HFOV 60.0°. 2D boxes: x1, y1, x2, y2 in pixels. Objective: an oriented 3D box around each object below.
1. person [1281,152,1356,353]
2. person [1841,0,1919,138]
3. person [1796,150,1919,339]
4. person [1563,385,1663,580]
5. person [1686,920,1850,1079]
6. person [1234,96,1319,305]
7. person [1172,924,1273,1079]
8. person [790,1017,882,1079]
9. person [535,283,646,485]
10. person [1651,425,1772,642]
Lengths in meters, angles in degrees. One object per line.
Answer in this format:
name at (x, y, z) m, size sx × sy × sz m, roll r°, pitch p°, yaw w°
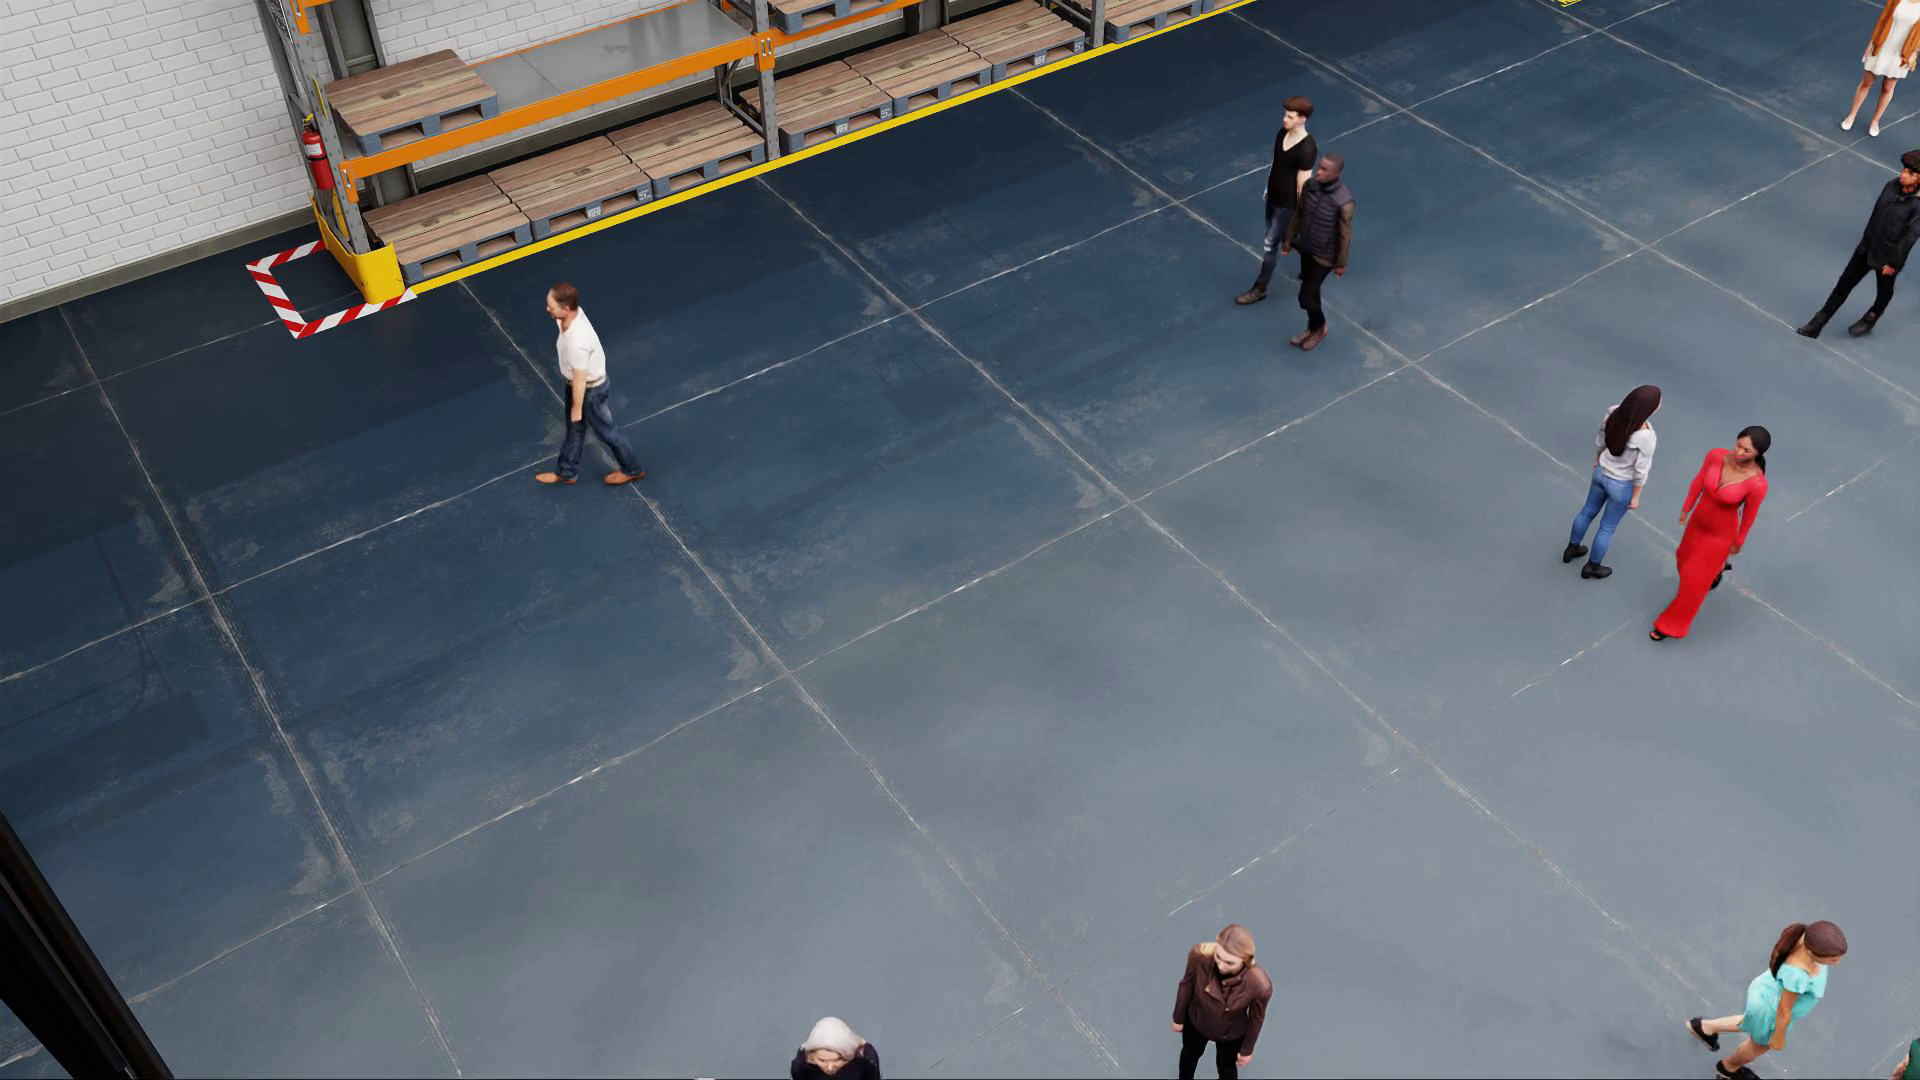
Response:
person at (2.959, -2.334, 13.370) m, size 0.705 × 1.822 × 0.757 m, roll -18°, pitch 47°, yaw -18°
person at (8.949, -4.720, 15.951) m, size 0.674 × 1.717 × 0.680 m, roll 24°, pitch 49°, yaw 23°
person at (7.542, -2.364, 13.470) m, size 1.125 × 1.728 × 0.766 m, roll -18°, pitch 46°, yaw -18°
person at (4.518, -0.411, 11.490) m, size 0.573 × 1.632 × 0.643 m, roll -17°, pitch 46°, yaw -17°
person at (4.149, 2.385, 8.622) m, size 0.782 × 1.539 × 0.758 m, roll 17°, pitch 46°, yaw 17°
person at (2.786, -2.844, 13.868) m, size 1.189 × 1.874 × 0.899 m, roll -13°, pitch 45°, yaw -13°
person at (1.306, 2.457, 8.427) m, size 0.674 × 1.705 × 0.651 m, roll 22°, pitch 48°, yaw 21°
person at (-0.593, 2.742, 8.106) m, size 0.755 × 1.735 × 0.809 m, roll -1°, pitch 44°, yaw -1°
person at (-2.619, -1.099, 12.075) m, size 1.135 × 1.821 × 0.891 m, roll -11°, pitch 45°, yaw -12°
person at (5.057, -0.086, 11.052) m, size 1.019 × 1.766 × 0.665 m, roll -22°, pitch 48°, yaw -22°
